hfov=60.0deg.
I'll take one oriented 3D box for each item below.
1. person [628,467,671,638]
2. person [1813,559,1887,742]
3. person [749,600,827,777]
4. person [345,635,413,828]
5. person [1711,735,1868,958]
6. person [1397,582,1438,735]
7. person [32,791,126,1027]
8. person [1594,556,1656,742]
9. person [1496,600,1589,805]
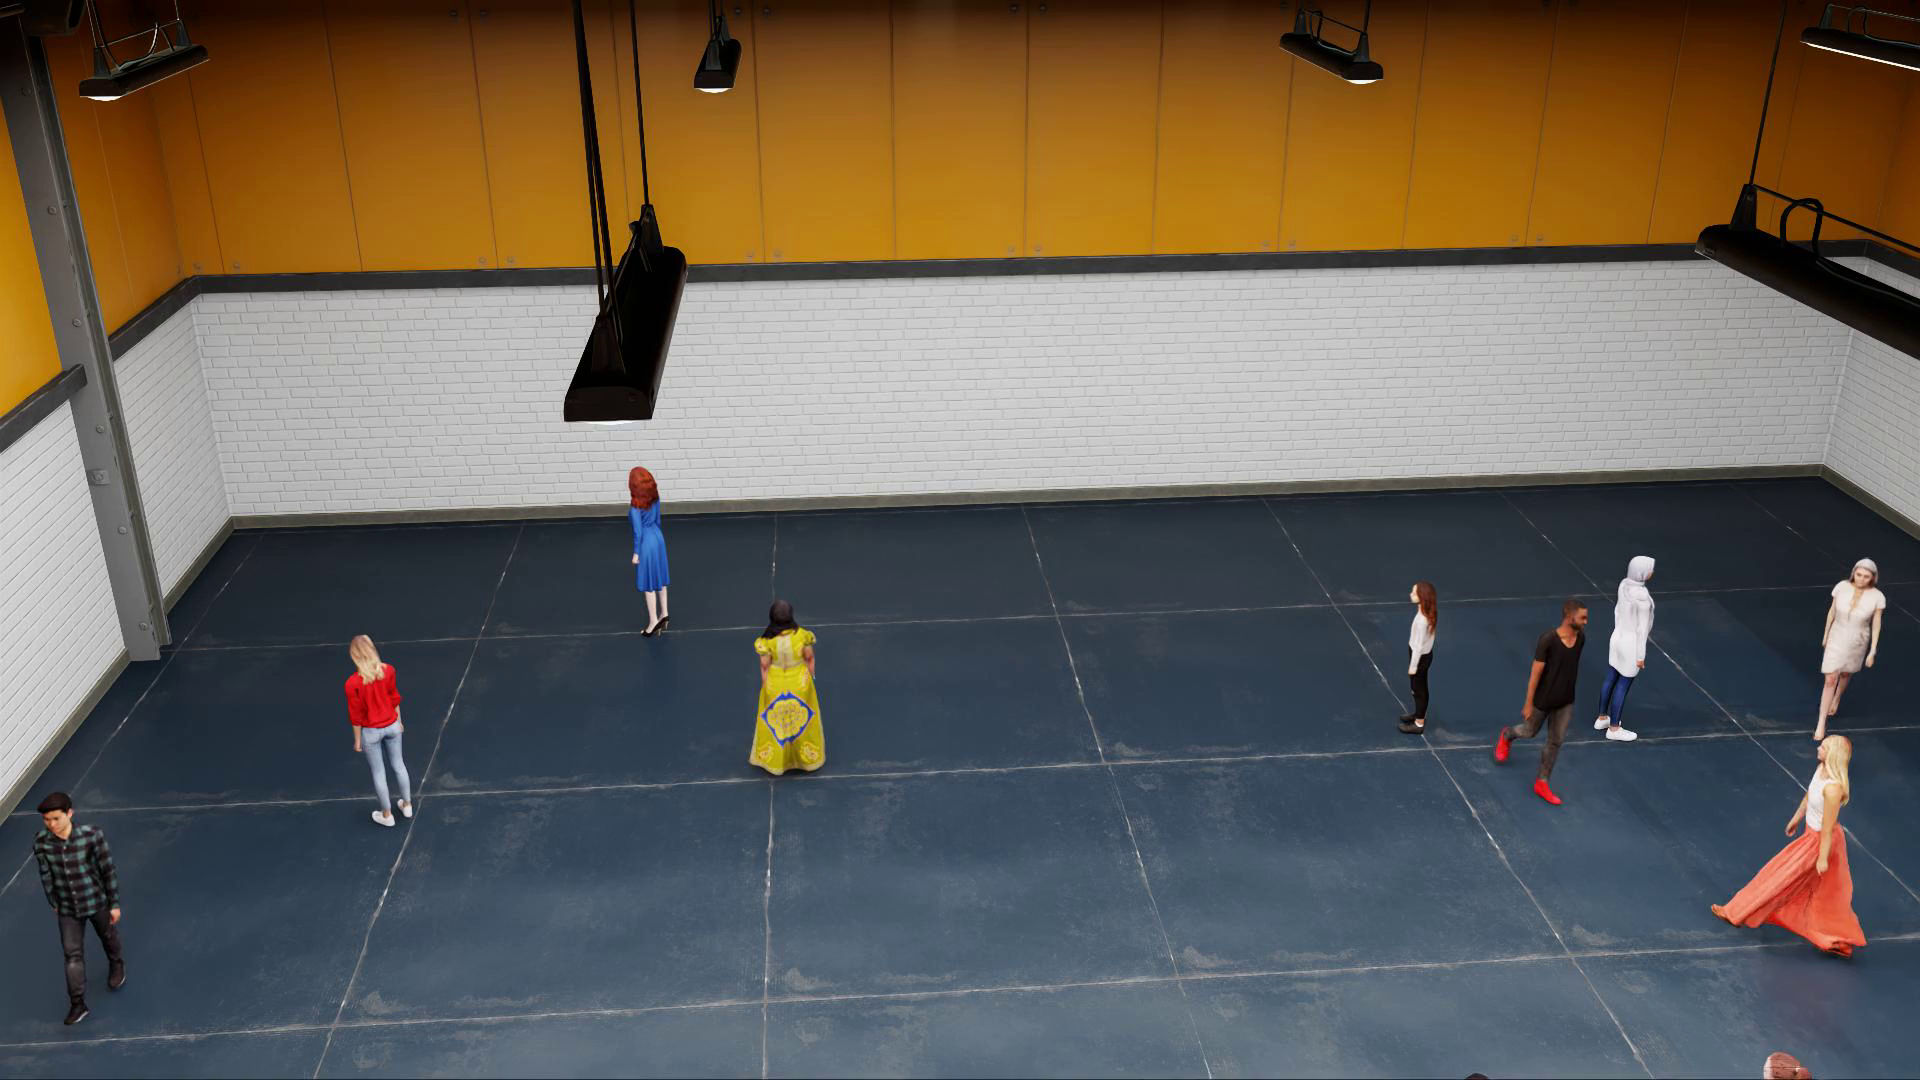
[{"bbox_3d":[-3.150,0.117,16.863,0.770,1.827,0.673,11,26,24],"label":"person"},{"bbox_3d":[8.079,0.958,15.124,1.107,1.678,1.217,16,28,32],"label":"person"},{"bbox_3d":[-1.483,1.281,14.408,0.875,1.661,0.783,-6,24,-13],"label":"person"},{"bbox_3d":[-4.790,1.566,13.702,0.738,1.704,0.684,20,30,37],"label":"person"},{"bbox_3d":[6.330,2.259,12.069,1.150,1.741,1.292,11,26,23],"label":"person"},{"bbox_3d":[4.204,1.060,15.139,0.672,1.480,0.555,9,25,20],"label":"person"},{"bbox_3d":[-6.126,2.462,11.648,0.791,1.686,1.069,-6,24,-13],"label":"person"},{"bbox_3d":[6.014,0.957,15.006,0.679,1.775,0.463,-3,24,-6],"label":"person"},{"bbox_3d":[4.991,1.309,14.207,0.833,1.770,1.160,-5,24,-12],"label":"person"}]
